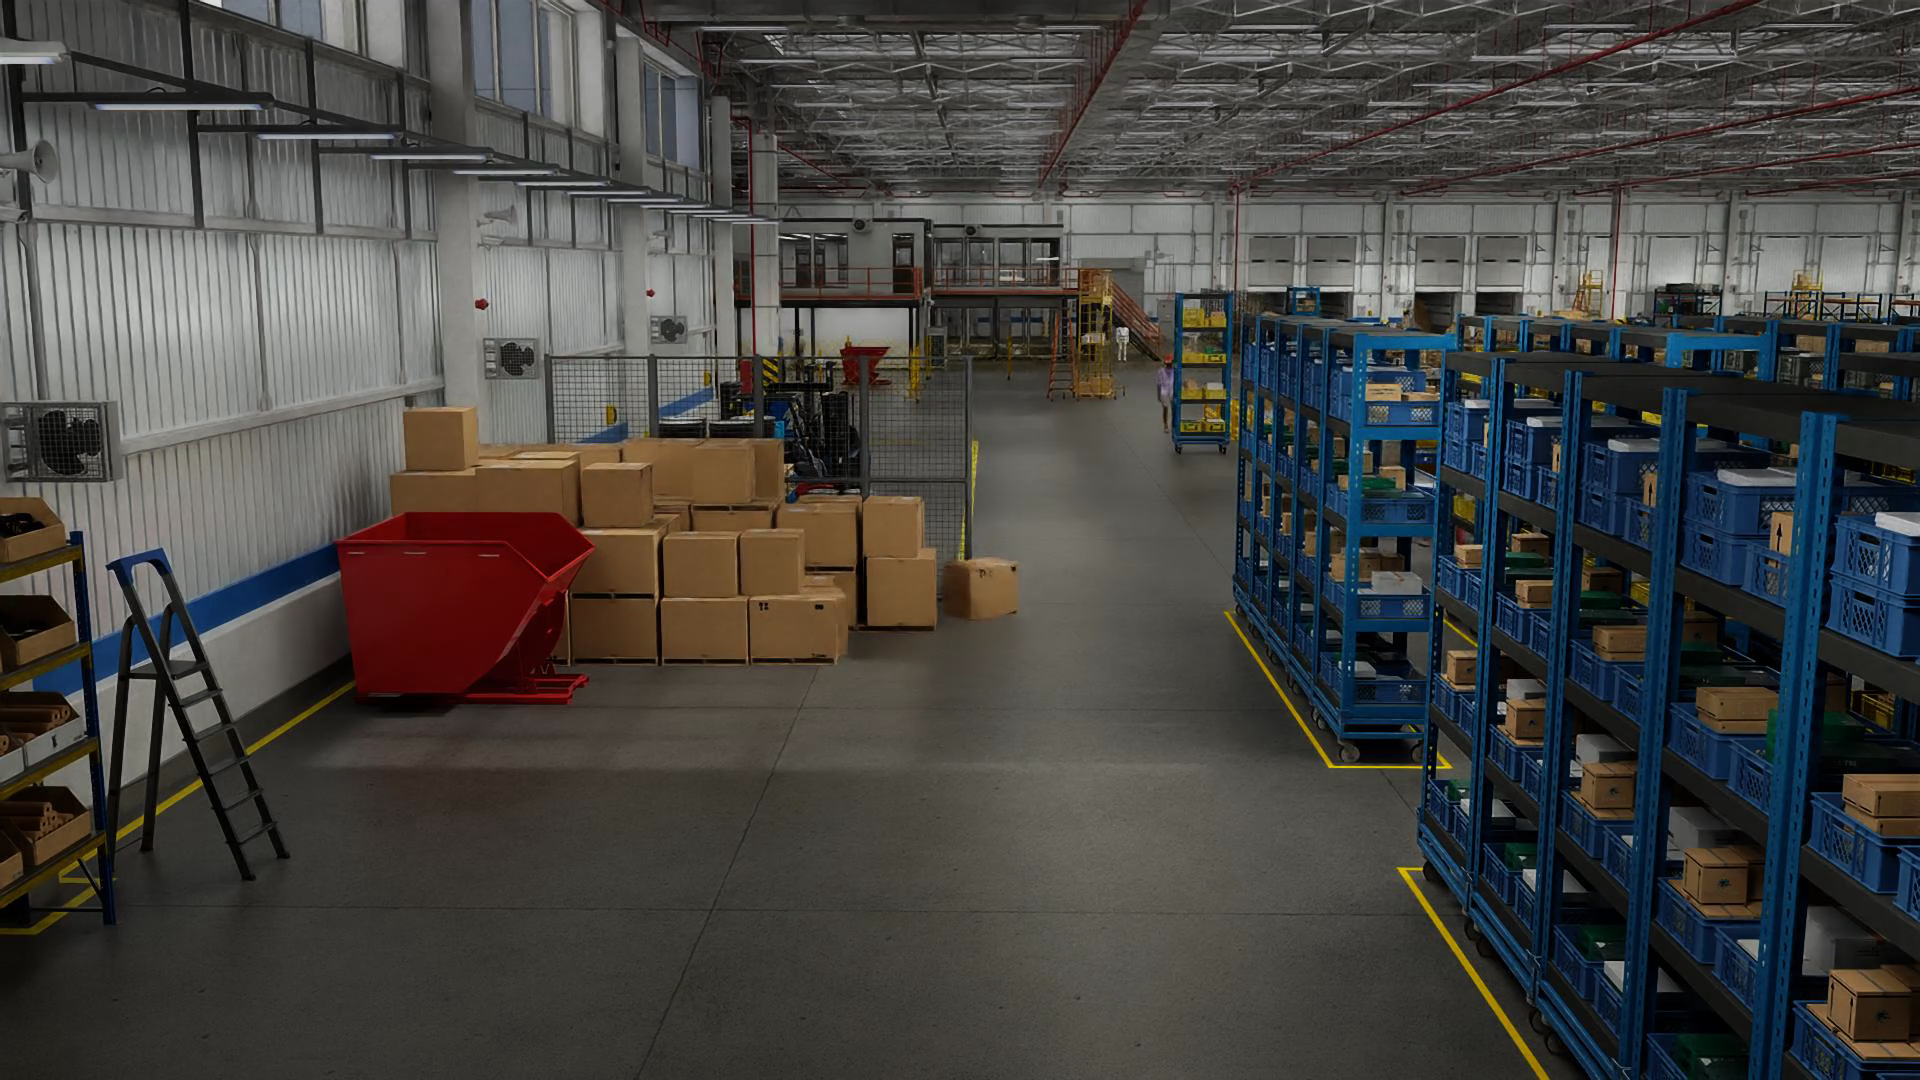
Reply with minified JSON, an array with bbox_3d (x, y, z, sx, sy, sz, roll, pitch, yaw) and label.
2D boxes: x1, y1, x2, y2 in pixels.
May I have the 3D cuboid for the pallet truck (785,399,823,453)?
[{"bbox_3d":[-3.814,-2.432,36.419,1.630,1.274,0.653,0,9,1],"label":"pallet truck"}]

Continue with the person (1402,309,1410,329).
[{"bbox_3d":[25.244,-12.122,94.313,0.588,1.918,0.394,-6,11,-31],"label":"person"}]

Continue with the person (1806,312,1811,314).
[{"bbox_3d":[44.822,-11.120,88.115,0.434,1.925,0.643,6,11,34],"label":"person"}]

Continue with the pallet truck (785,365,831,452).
[{"bbox_3d":[-3.774,-2.976,37.635,1.885,1.965,0.823,1,9,5],"label":"pallet truck"}]

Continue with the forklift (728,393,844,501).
[{"bbox_3d":[-2.979,-1.316,26.476,2.680,1.987,1.157,0,9,1],"label":"forklift"}]

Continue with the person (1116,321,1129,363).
[{"bbox_3d":[7.253,-8.843,74.197,0.590,1.879,0.345,-3,10,-15],"label":"person"}]

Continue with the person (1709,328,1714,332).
[{"bbox_3d":[33.362,-8.832,73.978,0.374,1.928,0.543,1,9,6],"label":"person"}]

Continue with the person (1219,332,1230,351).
[{"bbox_3d":[12.427,-9.435,77.854,0.587,1.883,0.686,1,9,5],"label":"person"}]

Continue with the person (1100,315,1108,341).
[{"bbox_3d":[8.241,-12.421,96.244,0.881,1.882,0.617,-3,10,-15],"label":"person"}]

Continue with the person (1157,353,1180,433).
[{"bbox_3d":[5.295,-3.724,42.138,0.627,2.030,0.536,1,9,8],"label":"person"}]

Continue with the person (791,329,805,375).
[{"bbox_3d":[-6.332,-7.429,65.624,0.661,1.833,0.506,0,9,1],"label":"person"}]

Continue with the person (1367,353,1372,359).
[{"bbox_3d":[12.986,-5.227,52.090,0.403,1.820,0.594,-3,10,-19],"label":"person"}]

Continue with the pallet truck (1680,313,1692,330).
[{"bbox_3d":[36.315,-10.531,84.244,0.823,1.965,1.885,-6,11,-33],"label":"pallet truck"}]

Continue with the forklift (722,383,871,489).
[{"bbox_3d":[-2.893,-1.687,28.729,2.680,1.987,1.157,0,9,-1],"label":"forklift"}]

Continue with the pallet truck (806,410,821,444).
[{"bbox_3d":[-3.559,-2.018,33.905,1.522,1.261,0.704,0,9,-1],"label":"pallet truck"}]

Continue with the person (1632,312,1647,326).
[{"bbox_3d":[34.418,-10.587,84.453,0.702,2.000,0.642,9,13,43],"label":"person"}]

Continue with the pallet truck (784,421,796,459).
[{"bbox_3d":[-4.013,-1.793,32.705,1.601,1.201,0.680,0,9,1],"label":"pallet truck"}]

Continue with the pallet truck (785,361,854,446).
[{"bbox_3d":[-3.410,-3.193,38.978,1.885,1.965,0.823,0,9,-1],"label":"pallet truck"}]

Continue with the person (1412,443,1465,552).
[{"bbox_3d":[7.038,-0.688,24.349,0.880,1.719,0.543,5,11,29],"label":"person"}]

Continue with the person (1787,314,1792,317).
[{"bbox_3d":[43.855,-11.027,87.919,0.943,1.791,0.627,2,9,13],"label":"person"}]

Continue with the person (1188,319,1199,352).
[{"bbox_3d":[11.298,-9.885,80.732,0.581,1.854,0.886,-2,9,-12],"label":"person"}]
